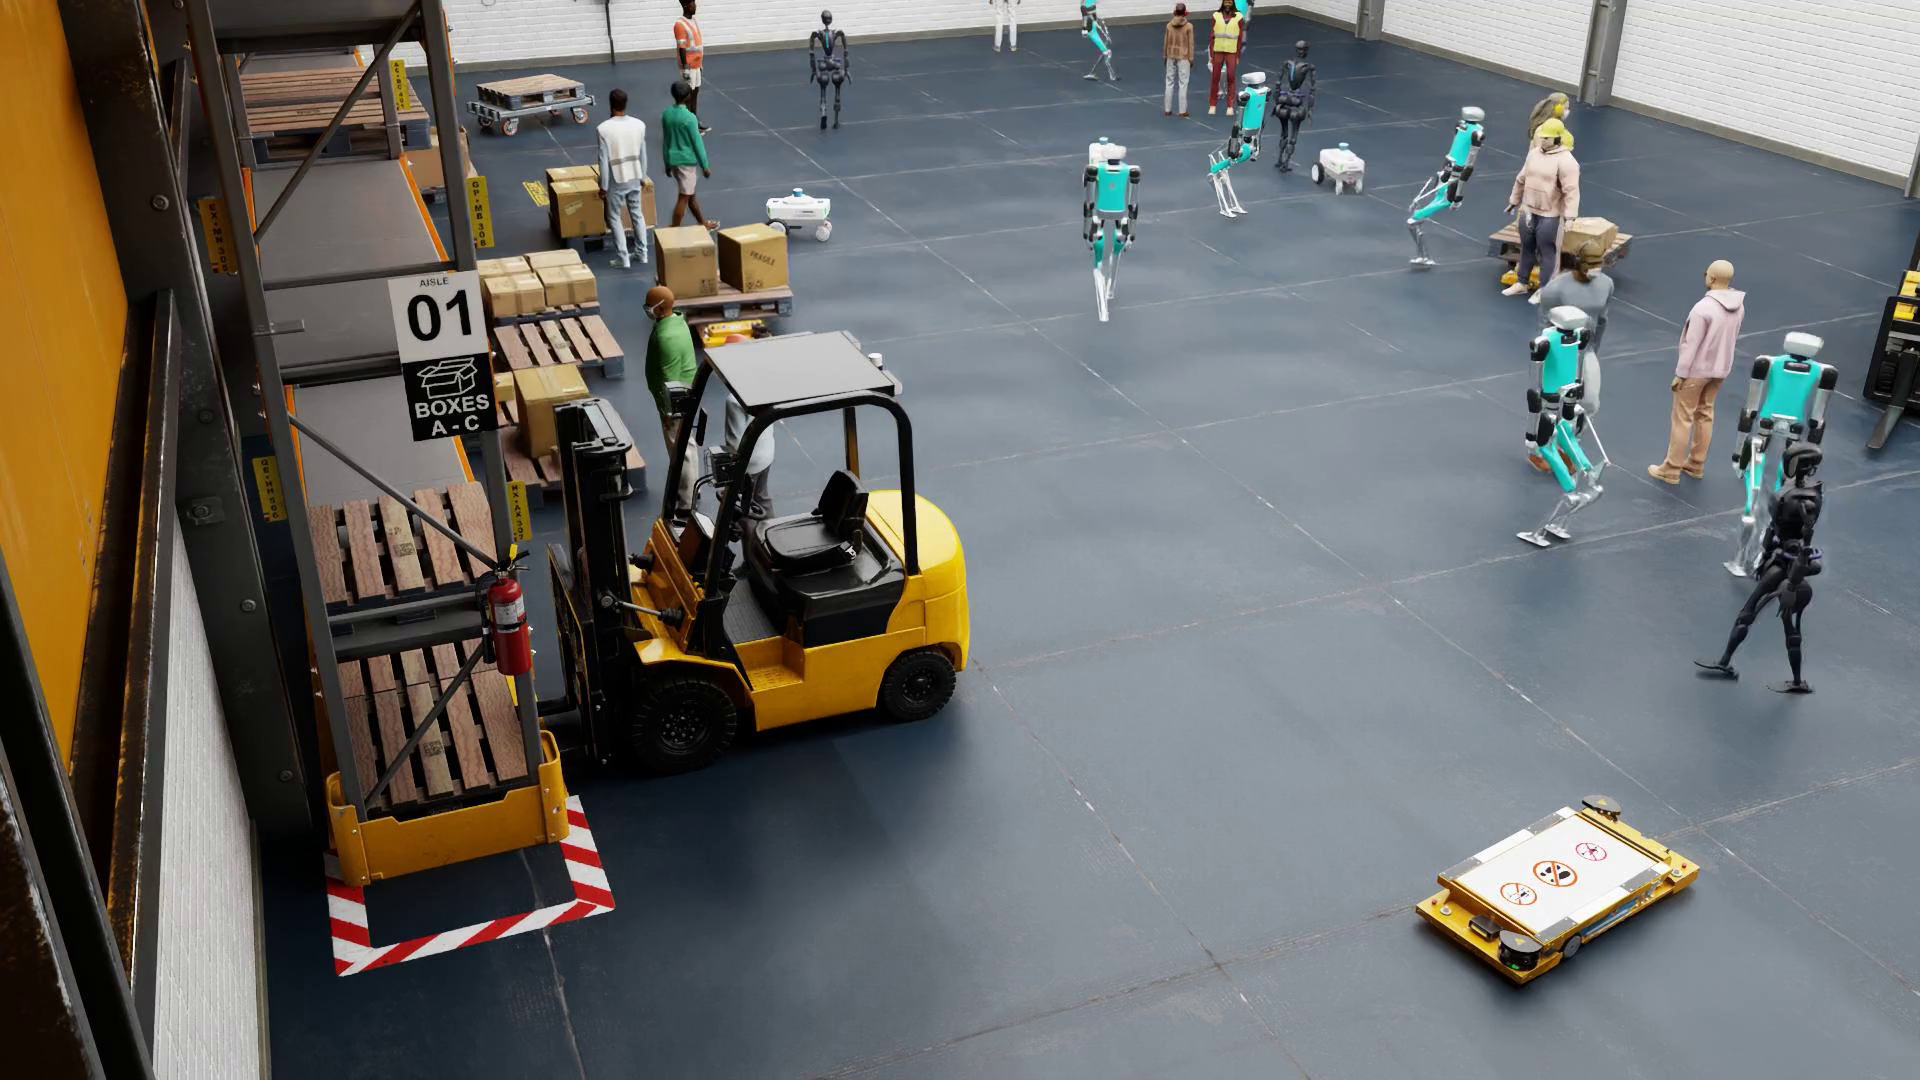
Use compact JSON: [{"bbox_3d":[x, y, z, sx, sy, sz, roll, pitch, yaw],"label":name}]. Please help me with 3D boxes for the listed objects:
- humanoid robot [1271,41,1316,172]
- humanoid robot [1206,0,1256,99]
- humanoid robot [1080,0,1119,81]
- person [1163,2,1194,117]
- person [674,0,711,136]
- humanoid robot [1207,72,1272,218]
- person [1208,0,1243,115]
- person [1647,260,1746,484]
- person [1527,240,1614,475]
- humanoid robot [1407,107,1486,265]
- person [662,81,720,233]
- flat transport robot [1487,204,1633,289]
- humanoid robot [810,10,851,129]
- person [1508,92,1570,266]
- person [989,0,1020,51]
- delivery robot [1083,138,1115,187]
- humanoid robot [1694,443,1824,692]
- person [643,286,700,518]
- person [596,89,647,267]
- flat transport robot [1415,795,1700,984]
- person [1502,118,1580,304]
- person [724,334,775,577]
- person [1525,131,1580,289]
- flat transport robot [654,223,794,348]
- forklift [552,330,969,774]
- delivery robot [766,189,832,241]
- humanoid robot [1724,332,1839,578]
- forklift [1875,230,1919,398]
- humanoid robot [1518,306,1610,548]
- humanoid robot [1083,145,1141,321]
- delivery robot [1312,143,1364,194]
[{"bbox_3d":[4.322,-5.662,21.695,0.612,1.630,0.475,20,33,34],"label":"humanoid robot"},{"bbox_3d":[4.129,-7.667,25.725,0.752,1.888,0.543,-12,29,-22],"label":"humanoid robot"},{"bbox_3d":[2.290,-8.245,26.873,0.807,1.884,0.544,11,29,20],"label":"humanoid robot"},{"bbox_3d":[3.211,-7.075,24.529,0.468,1.647,0.321,12,29,23],"label":"person"},{"bbox_3d":[-3.791,-6.721,23.470,0.368,1.965,0.605,5,27,9],"label":"person"},{"bbox_3d":[3.196,-4.646,19.446,0.533,1.677,0.735,-23,34,-37],"label":"humanoid robot"},{"bbox_3d":[3.933,-7.216,24.678,0.470,1.765,0.365,6,27,12],"label":"person"},{"bbox_3d":[5.759,-1.288,12.875,0.537,1.775,0.409,-13,30,-25],"label":"person"},{"bbox_3d":[4.751,-1.385,12.913,0.643,1.919,0.599,-7,27,-13],"label":"person"},{"bbox_3d":[5.071,-3.725,17.762,0.847,1.752,0.554,-4,27,-7],"label":"humanoid robot"},{"bbox_3d":[-3.066,-4.256,18.754,0.513,1.803,0.902,20,33,35],"label":"person"},{"bbox_3d":[6.403,-2.952,17.860,0.659,0.231,1.431,19,33,33],"label":"flat transport robot"},{"bbox_3d":[-1.858,-6.702,23.744,0.590,1.642,0.505,0,27,0],"label":"humanoid robot"},{"bbox_3d":[6.262,-3.890,17.961,0.408,1.864,0.592,10,28,19],"label":"person"},{"bbox_3d":[0.791,-9.556,29.206,0.581,1.879,0.339,-5,27,-10],"label":"person"},{"bbox_3d":[1.827,-4.822,21.279,0.499,0.611,0.814,1,27,3],"label":"delivery robot"},{"bbox_3d":[4.975,0.183,10.089,0.725,1.630,0.587,3,27,5],"label":"humanoid robot"},{"bbox_3d":[-2.127,-1.032,12.364,0.385,1.776,0.546,-2,27,-3],"label":"person"},{"bbox_3d":[-3.615,-3.868,17.872,0.615,1.900,0.442,-24,35,-39],"label":"person"},{"bbox_3d":[3.068,1.757,8.492,1.431,0.231,0.659,-17,31,-31],"label":"flat transport robot"},{"bbox_3d":[5.910,-3.338,16.850,0.423,1.863,0.819,-16,31,-29],"label":"person"},{"bbox_3d":[-1.474,-0.590,11.526,0.350,1.737,0.572,9,28,17],"label":"person"},{"bbox_3d":[6.001,-3.323,16.979,0.531,1.714,0.874,2,27,5],"label":"person"},{"bbox_3d":[-2.303,-2.202,16.367,0.659,0.231,1.431,-7,28,-14],"label":"flat transport robot"},{"bbox_3d":[-1.094,0.010,9.831,2.313,2.155,1.214,-10,28,-20],"label":"forklift"},{"bbox_3d":[-1.867,-3.720,19.085,0.813,0.609,0.499,1,27,1],"label":"delivery robot"},{"bbox_3d":[5.519,-0.443,11.276,0.541,1.775,0.916,11,29,21],"label":"humanoid robot"},{"bbox_3d":[9.029,-2.397,14.618,1.214,2.155,2.313,18,32,32],"label":"forklift"},{"bbox_3d":[4.347,-0.763,11.796,0.530,1.735,0.707,-16,31,-28],"label":"humanoid robot"},{"bbox_3d":[1.494,-3.141,16.628,0.544,1.766,0.943,2,27,3],"label":"humanoid robot"},{"bbox_3d":[4.822,-4.714,21.037,0.499,0.587,0.785,-5,27,-10],"label":"delivery robot"}]
